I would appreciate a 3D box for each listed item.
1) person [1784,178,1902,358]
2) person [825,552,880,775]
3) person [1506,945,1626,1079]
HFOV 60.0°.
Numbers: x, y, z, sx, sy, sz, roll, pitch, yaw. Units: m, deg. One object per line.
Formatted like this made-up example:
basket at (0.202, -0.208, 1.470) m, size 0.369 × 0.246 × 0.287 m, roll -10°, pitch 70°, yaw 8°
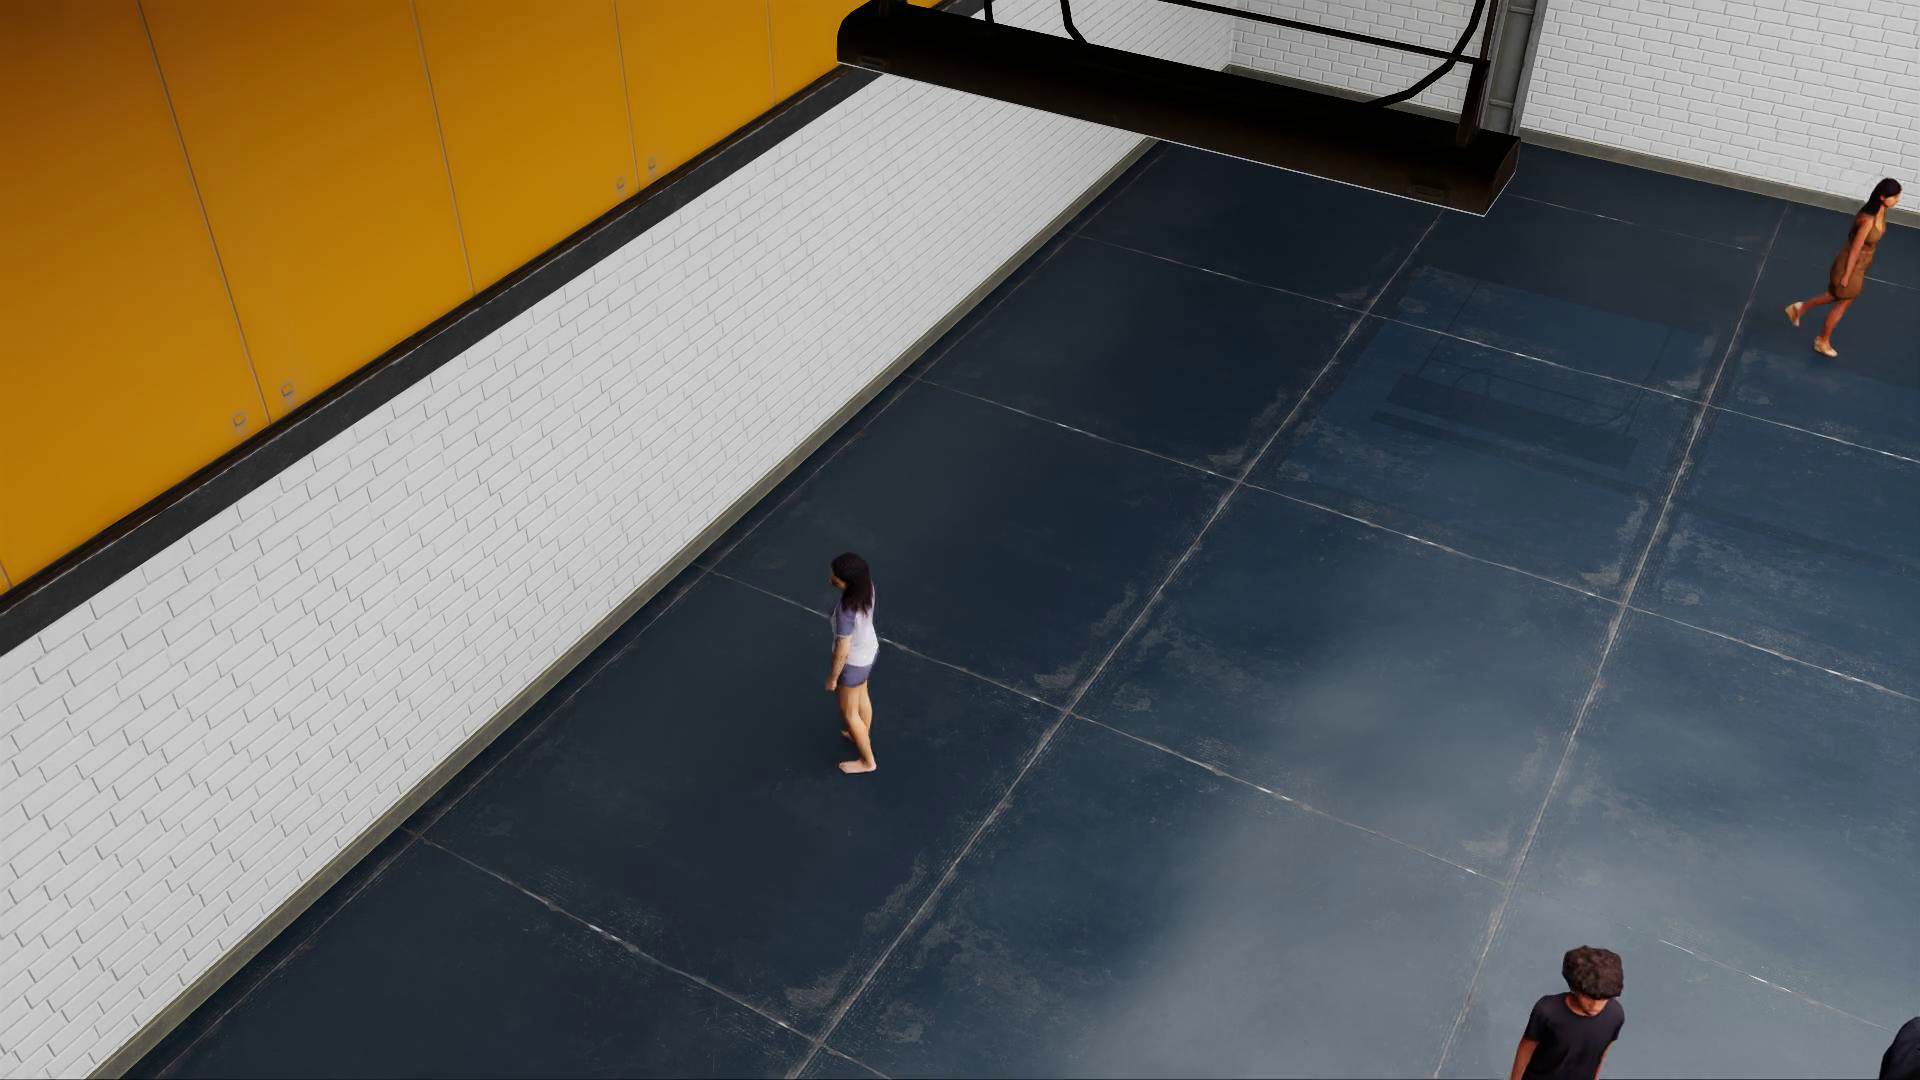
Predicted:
person at (7.571, -2.358, 14.263) m, size 0.665 × 1.668 × 0.835 m, roll -31°, pitch 48°, yaw -33°
person at (-0.662, 0.723, 10.361) m, size 0.626 × 1.724 × 0.671 m, roll 22°, pitch 44°, yaw 25°
person at (2.862, 2.522, 8.091) m, size 1.193 × 1.745 × 1.012 m, roll 4°, pitch 39°, yaw 5°
